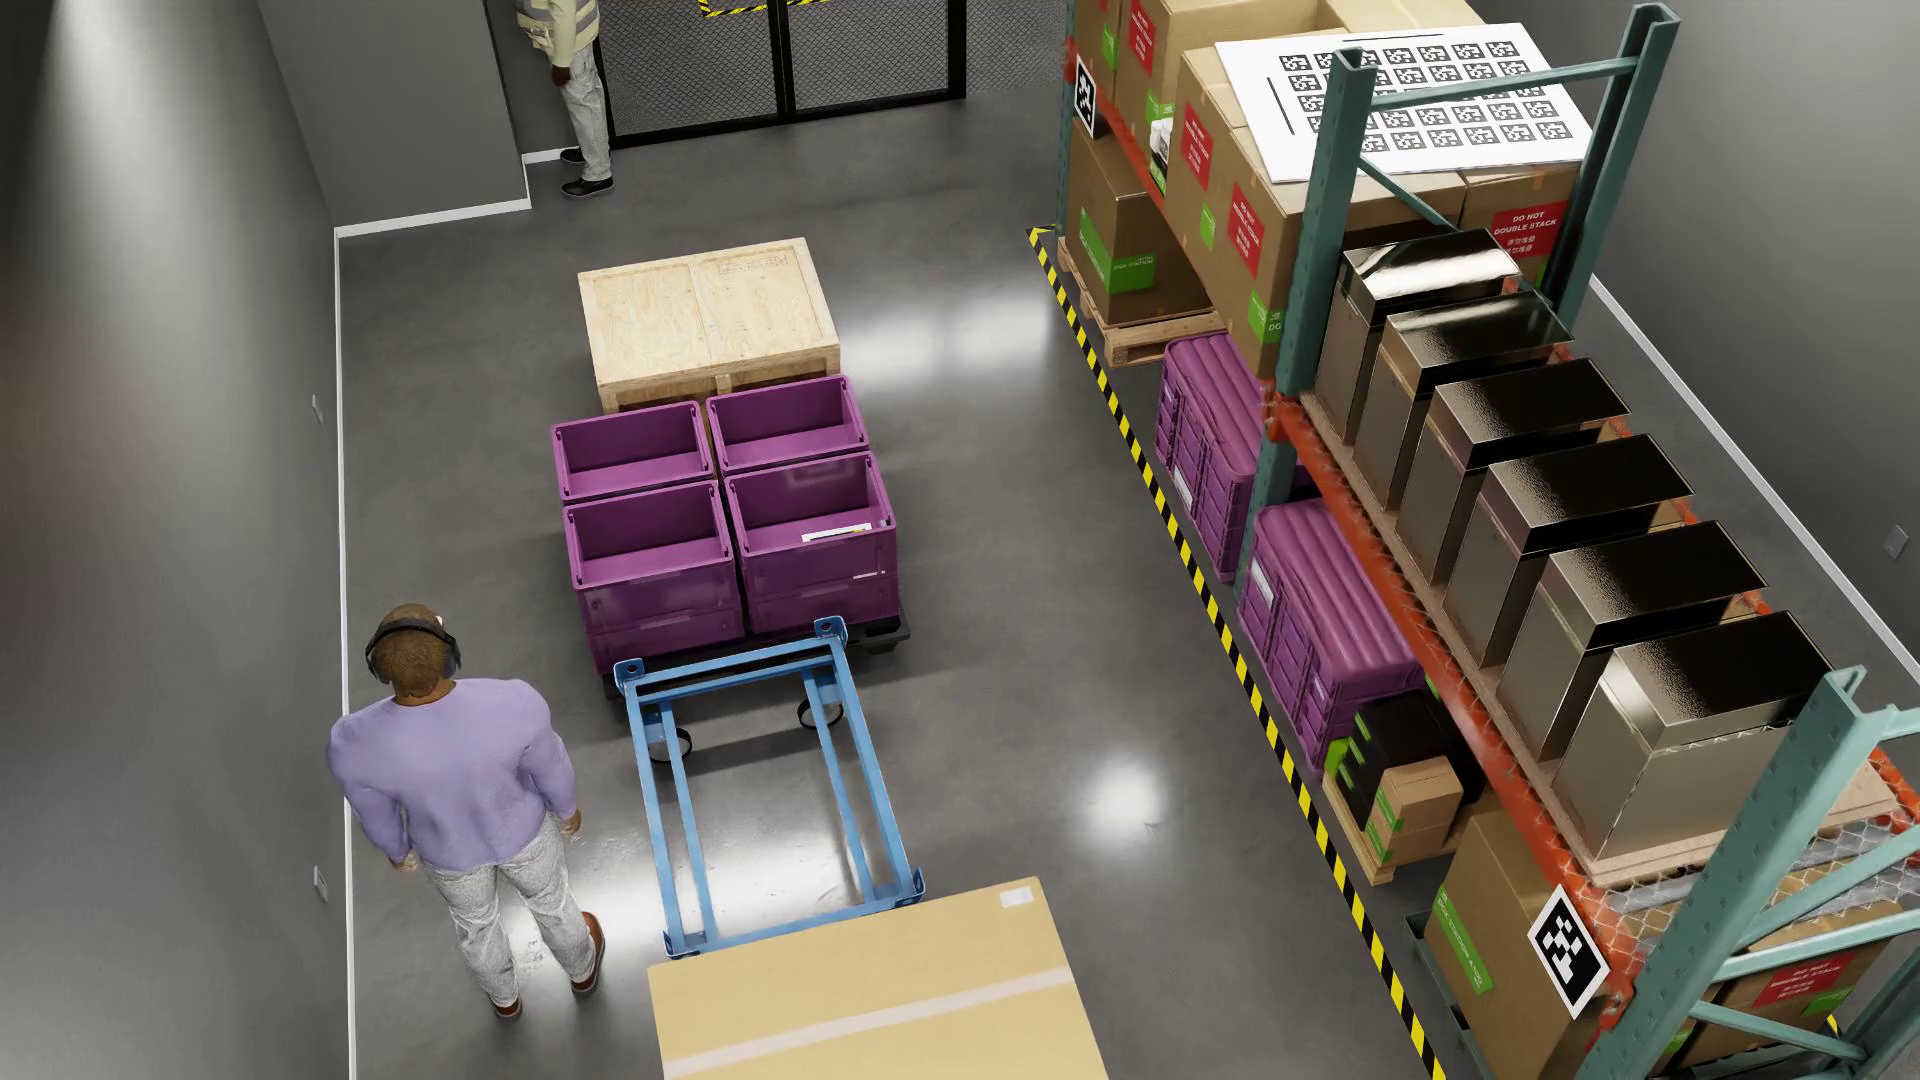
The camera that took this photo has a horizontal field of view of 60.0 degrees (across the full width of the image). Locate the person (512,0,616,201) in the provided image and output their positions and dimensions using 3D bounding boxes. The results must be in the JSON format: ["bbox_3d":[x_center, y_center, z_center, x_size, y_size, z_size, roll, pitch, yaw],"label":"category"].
[{"bbox_3d":[-1.997,-2.559,8.306,0.404,1.835,0.586,-5,48,-4],"label":"person"}]

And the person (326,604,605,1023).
[{"bbox_3d":[-1.468,0.873,5.084,0.627,1.941,0.371,-12,49,-11],"label":"person"}]
